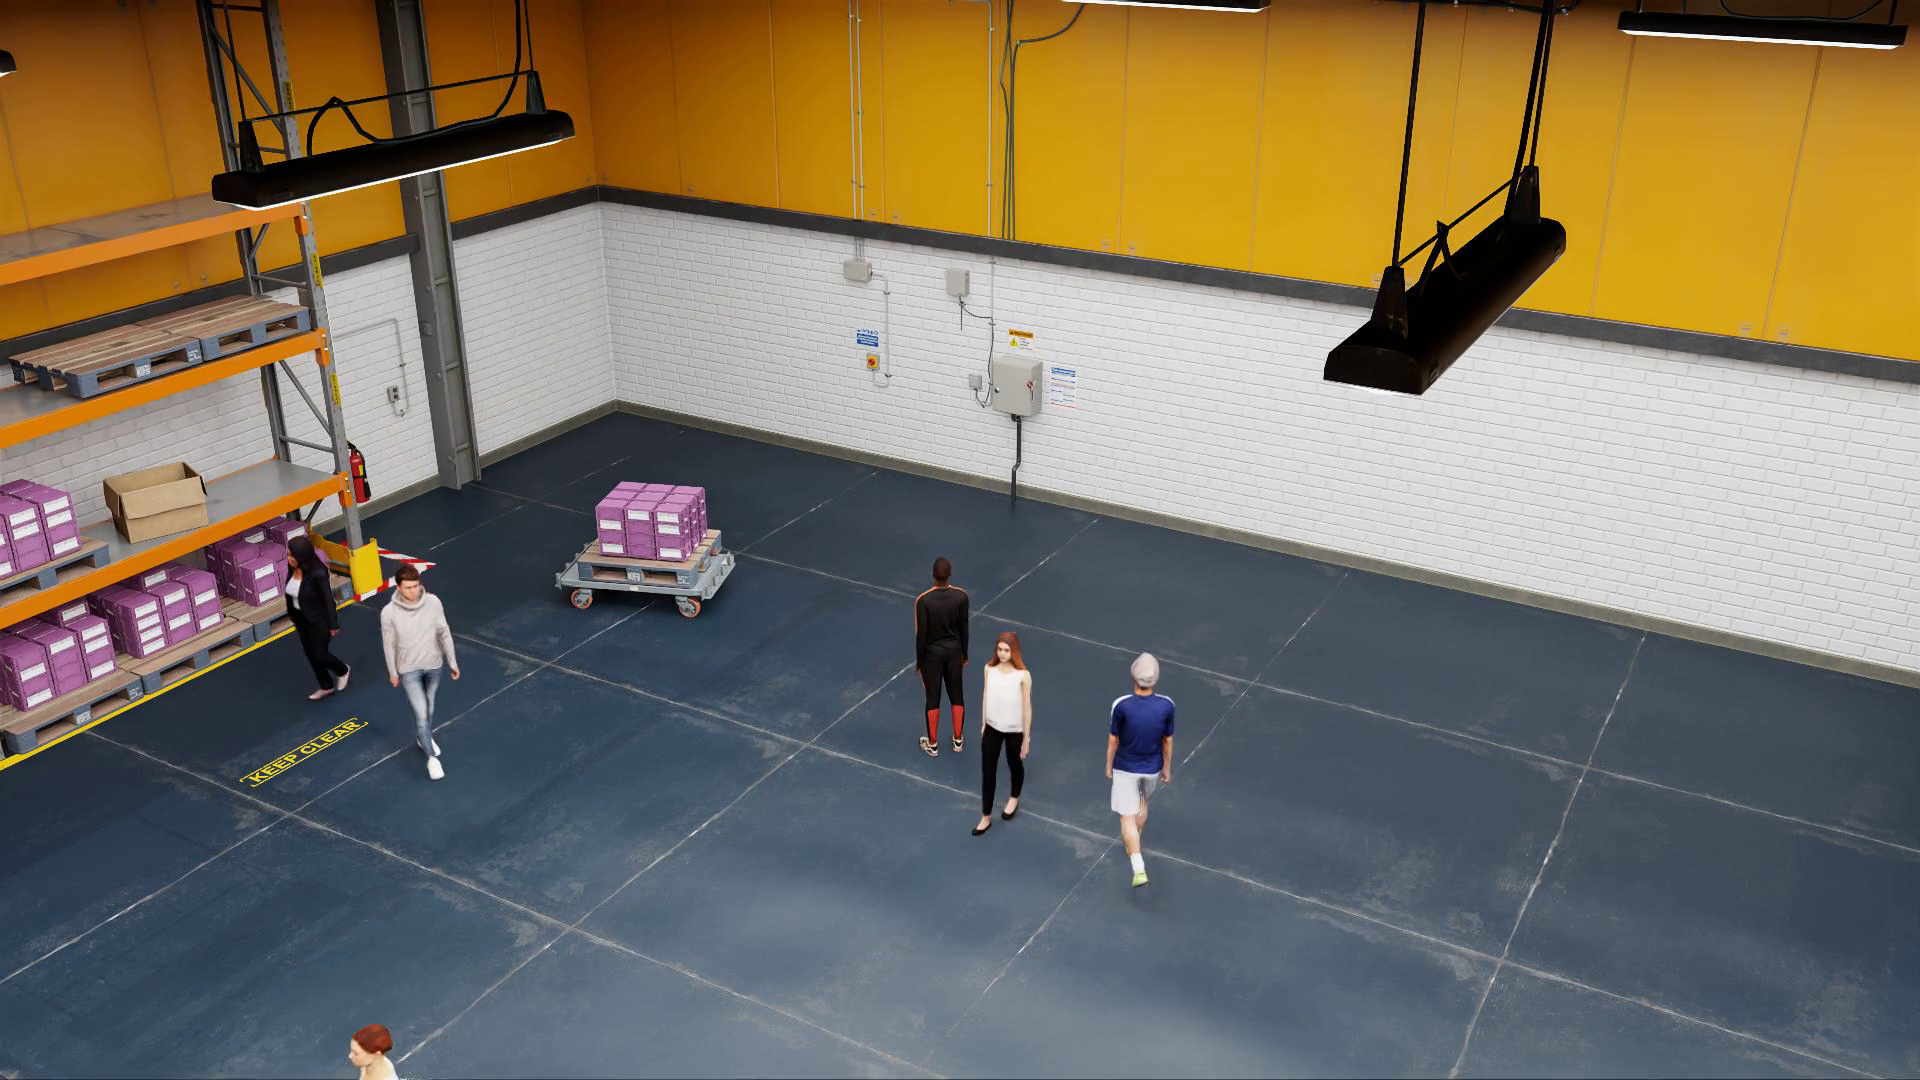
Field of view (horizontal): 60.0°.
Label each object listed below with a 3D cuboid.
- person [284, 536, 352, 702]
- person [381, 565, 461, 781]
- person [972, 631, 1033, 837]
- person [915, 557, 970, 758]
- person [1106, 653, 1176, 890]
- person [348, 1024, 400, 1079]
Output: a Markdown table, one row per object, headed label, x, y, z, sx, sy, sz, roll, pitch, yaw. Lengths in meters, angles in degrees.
| label | x | y | z | sx | sy | sz | roll | pitch | yaw |
| --- | --- | --- | --- | --- | --- | --- | --- | --- | --- |
| person | -5.749 | 0.683 | 14.979 | 0.658 | 1.602 | 0.684 | 11 | 26 | 24 |
| person | -4.551 | 1.019 | 13.937 | 1.087 | 1.820 | 0.990 | -18 | 29 | -35 |
| person | 0.393 | 1.453 | 13.099 | 0.662 | 1.696 | 0.884 | 11 | 26 | 23 |
| person | -0.147 | 0.973 | 14.058 | 0.683 | 1.808 | 0.748 | -7 | 25 | -15 |
| person | 1.332 | 1.730 | 12.325 | 1.093 | 1.809 | 1.203 | -4 | 24 | -9 |
| person | -3.022 | 3.273 | 9.050 | 1.130 | 1.605 | 0.899 | -14 | 27 | -28 |
